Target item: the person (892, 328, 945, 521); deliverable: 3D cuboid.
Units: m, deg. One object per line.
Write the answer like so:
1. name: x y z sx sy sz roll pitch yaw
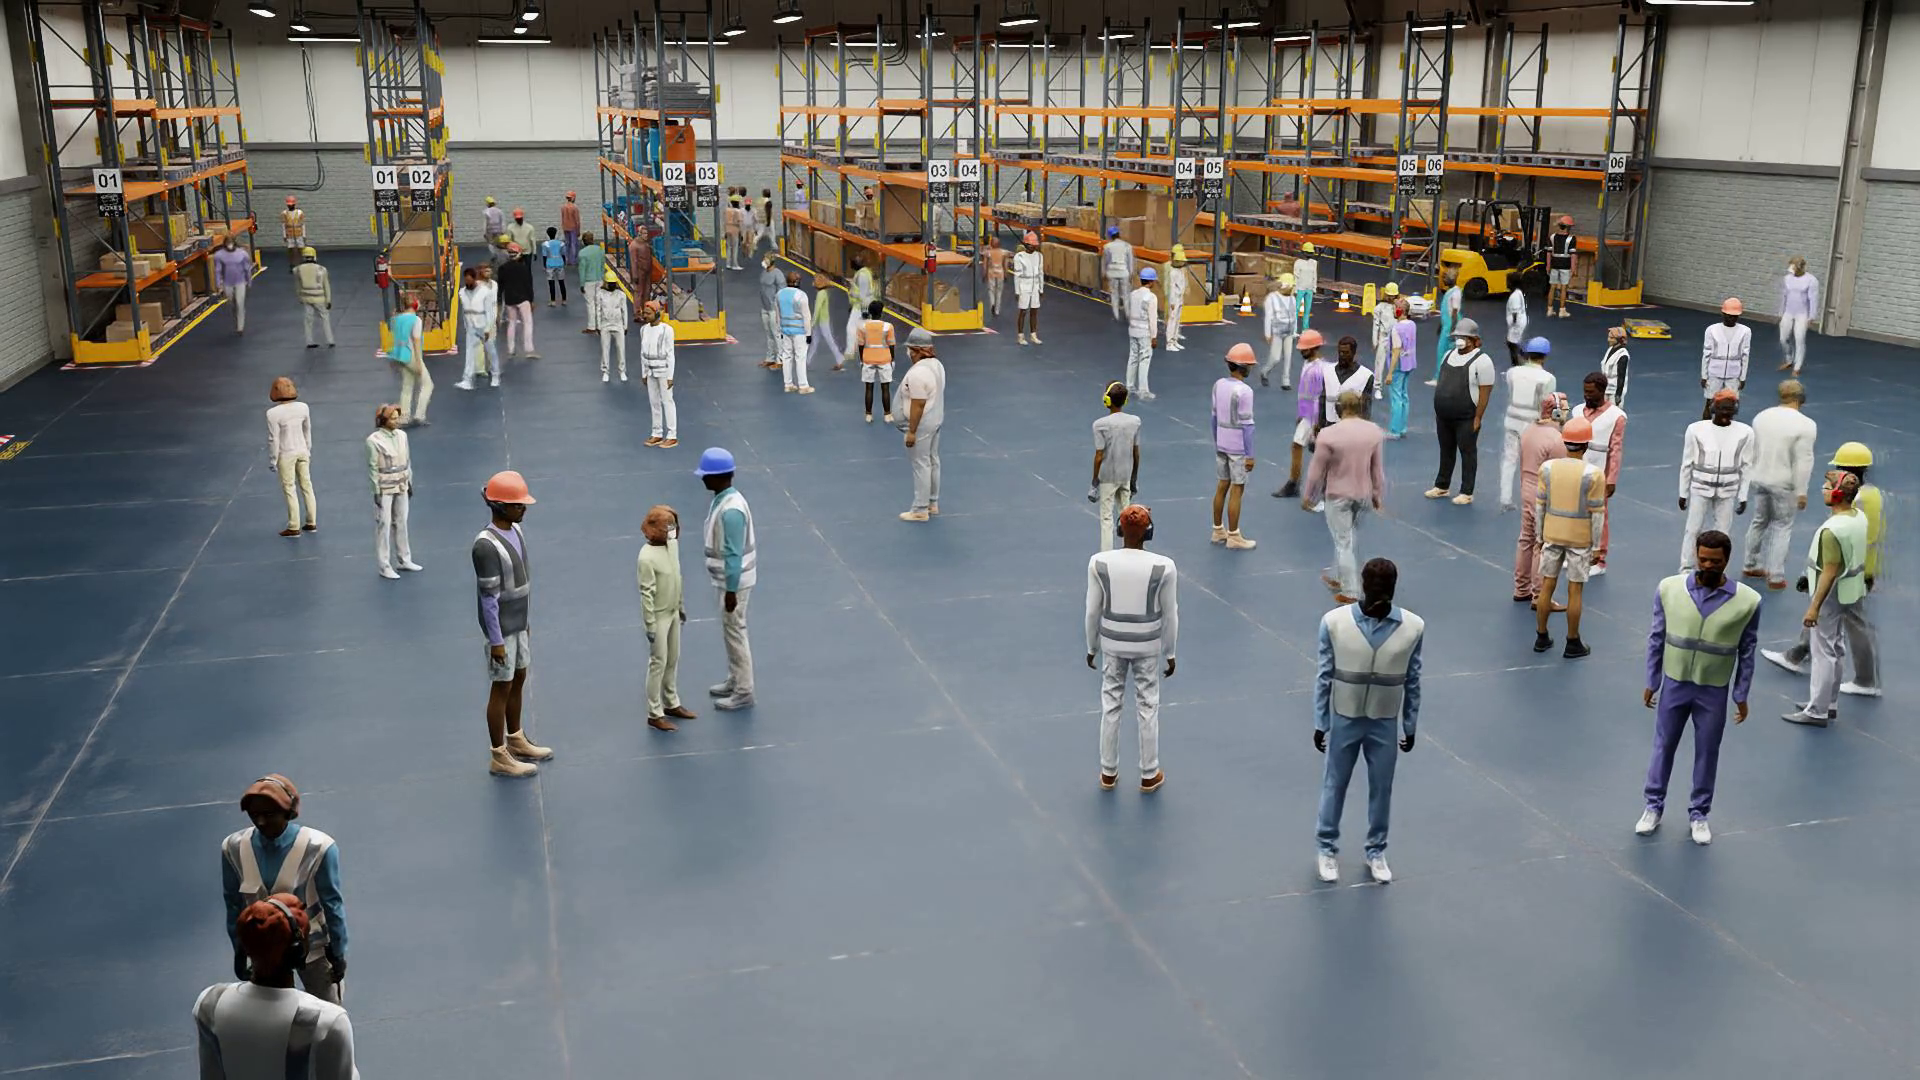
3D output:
1. person: -0.453 -1.227 17.553 0.536 2.000 0.677 5 16 19

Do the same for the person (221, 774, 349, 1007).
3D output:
1. person: -2.857 1.760 7.108 0.513 1.631 0.318 0 15 2

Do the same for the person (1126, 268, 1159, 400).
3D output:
1. person: 2.730 -3.060 24.656 0.432 1.938 0.609 -9 17 -29

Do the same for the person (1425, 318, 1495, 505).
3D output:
1. person: 5.463 -1.417 18.269 0.537 2.000 0.682 -9 17 -31

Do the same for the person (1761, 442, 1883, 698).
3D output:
1. person: 6.538 0.197 12.483 0.604 1.880 0.947 -14 20 -43

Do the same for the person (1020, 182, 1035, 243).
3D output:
1. person: 2.053 -10.042 51.051 0.531 1.870 0.317 -9 17 -30

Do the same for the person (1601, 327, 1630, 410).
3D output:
1. person: 8.089 -1.822 20.586 0.313 1.633 0.518 0 15 1

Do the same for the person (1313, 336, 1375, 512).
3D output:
1. person: 4.105 -1.226 17.787 0.590 1.919 0.392 11 18 35

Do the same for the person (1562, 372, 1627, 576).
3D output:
1. person: 5.920 -0.628 15.560 0.399 1.909 0.598 -8 17 -26

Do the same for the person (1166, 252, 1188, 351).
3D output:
1. person: 3.848 -4.220 29.390 0.318 1.741 0.493 7 17 26

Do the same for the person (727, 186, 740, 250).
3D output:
1. person: -6.674 -9.498 49.072 0.344 1.838 0.515 2 15 7

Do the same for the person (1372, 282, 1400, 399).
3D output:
1. person: 6.347 -2.944 24.609 0.494 1.732 0.319 -2 15 -8

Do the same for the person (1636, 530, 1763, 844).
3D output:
1. person: 4.403 0.862 9.931 0.589 1.919 0.398 8 17 26

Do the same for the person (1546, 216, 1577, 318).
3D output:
1. person: 12.251 -5.559 33.855 0.387 2.039 0.615 -13 20 -40

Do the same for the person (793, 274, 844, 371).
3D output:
1. person: -2.289 -3.536 27.104 0.853 1.587 0.509 -1 15 -3

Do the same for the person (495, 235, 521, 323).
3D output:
1. person: -8.986 -5.171 32.968 0.492 1.740 0.318 11 18 36

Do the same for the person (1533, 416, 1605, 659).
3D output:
1. person: 4.835 -0.022 13.210 0.545 1.942 0.350 13 20 41

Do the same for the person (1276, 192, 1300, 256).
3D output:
1. person: 8.897 -8.534 45.349 0.680 1.876 0.815 1 15 3

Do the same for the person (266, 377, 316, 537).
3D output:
1. person: -6.798 -0.844 16.896 0.281 1.633 0.500 8 17 27

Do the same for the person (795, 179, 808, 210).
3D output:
1. person: -4.963 -10.256 51.730 0.370 1.933 0.553 11 19 36

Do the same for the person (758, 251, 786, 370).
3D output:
1. person: -3.087 -3.759 27.278 0.372 1.940 0.627 -11 19 -36

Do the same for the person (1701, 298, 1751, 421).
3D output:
1. person: 9.683 -2.104 21.071 0.544 1.930 0.388 4 15 16

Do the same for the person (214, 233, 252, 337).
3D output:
1. person: -13.649 -4.816 31.309 0.637 1.920 0.829 -4 15 -13

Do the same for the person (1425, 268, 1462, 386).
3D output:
1. person: 7.509 -3.281 25.680 0.517 1.835 0.538 1 15 4

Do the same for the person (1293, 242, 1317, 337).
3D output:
1. person: 6.449 -4.678 31.083 0.528 1.759 0.339 -7 17 -25

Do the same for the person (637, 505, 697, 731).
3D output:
1. person: -2.084 0.541 11.704 0.285 1.624 0.509 4 16 16

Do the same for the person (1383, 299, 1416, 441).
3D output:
1. person: 5.718 -2.208 21.616 0.380 1.845 0.570 10 18 34

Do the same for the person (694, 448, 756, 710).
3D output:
1. person: -1.692 0.274 12.112 0.422 1.934 0.621 -4 15 -15

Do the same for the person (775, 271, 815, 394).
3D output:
1. person: -2.479 -3.131 25.100 0.627 1.844 0.429 10 18 33

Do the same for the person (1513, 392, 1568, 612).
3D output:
1. person: 5.100 -0.338 14.467 0.408 1.909 0.638 -3 15 -10

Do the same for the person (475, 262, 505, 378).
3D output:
1. person: -7.577 -3.516 26.573 0.393 1.833 0.562 6 16 23

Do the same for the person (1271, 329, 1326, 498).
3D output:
1. person: 3.969 -1.404 18.505 0.900 1.905 0.544 0 15 1

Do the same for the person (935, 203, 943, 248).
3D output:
1. person: -0.599 -9.246 48.300 0.310 1.744 0.486 -1 15 -2

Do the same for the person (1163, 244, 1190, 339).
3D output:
1. person: 4.011 -4.585 30.735 0.557 1.754 0.352 -8 17 -28

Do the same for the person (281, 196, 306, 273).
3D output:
1. person: -16.995 -7.794 42.469 0.547 1.934 0.376 -5 16 -19

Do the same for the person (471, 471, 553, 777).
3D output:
1. person: -2.936 0.546 10.903 0.404 2.035 0.606 1 15 5

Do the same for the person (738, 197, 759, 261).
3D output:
1. person: -5.825 -8.557 45.706 0.587 1.737 0.374 -3 15 -10

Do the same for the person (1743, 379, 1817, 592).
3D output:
1. person: 7.423 -0.502 15.076 0.449 1.917 0.673 -7 16 -25
